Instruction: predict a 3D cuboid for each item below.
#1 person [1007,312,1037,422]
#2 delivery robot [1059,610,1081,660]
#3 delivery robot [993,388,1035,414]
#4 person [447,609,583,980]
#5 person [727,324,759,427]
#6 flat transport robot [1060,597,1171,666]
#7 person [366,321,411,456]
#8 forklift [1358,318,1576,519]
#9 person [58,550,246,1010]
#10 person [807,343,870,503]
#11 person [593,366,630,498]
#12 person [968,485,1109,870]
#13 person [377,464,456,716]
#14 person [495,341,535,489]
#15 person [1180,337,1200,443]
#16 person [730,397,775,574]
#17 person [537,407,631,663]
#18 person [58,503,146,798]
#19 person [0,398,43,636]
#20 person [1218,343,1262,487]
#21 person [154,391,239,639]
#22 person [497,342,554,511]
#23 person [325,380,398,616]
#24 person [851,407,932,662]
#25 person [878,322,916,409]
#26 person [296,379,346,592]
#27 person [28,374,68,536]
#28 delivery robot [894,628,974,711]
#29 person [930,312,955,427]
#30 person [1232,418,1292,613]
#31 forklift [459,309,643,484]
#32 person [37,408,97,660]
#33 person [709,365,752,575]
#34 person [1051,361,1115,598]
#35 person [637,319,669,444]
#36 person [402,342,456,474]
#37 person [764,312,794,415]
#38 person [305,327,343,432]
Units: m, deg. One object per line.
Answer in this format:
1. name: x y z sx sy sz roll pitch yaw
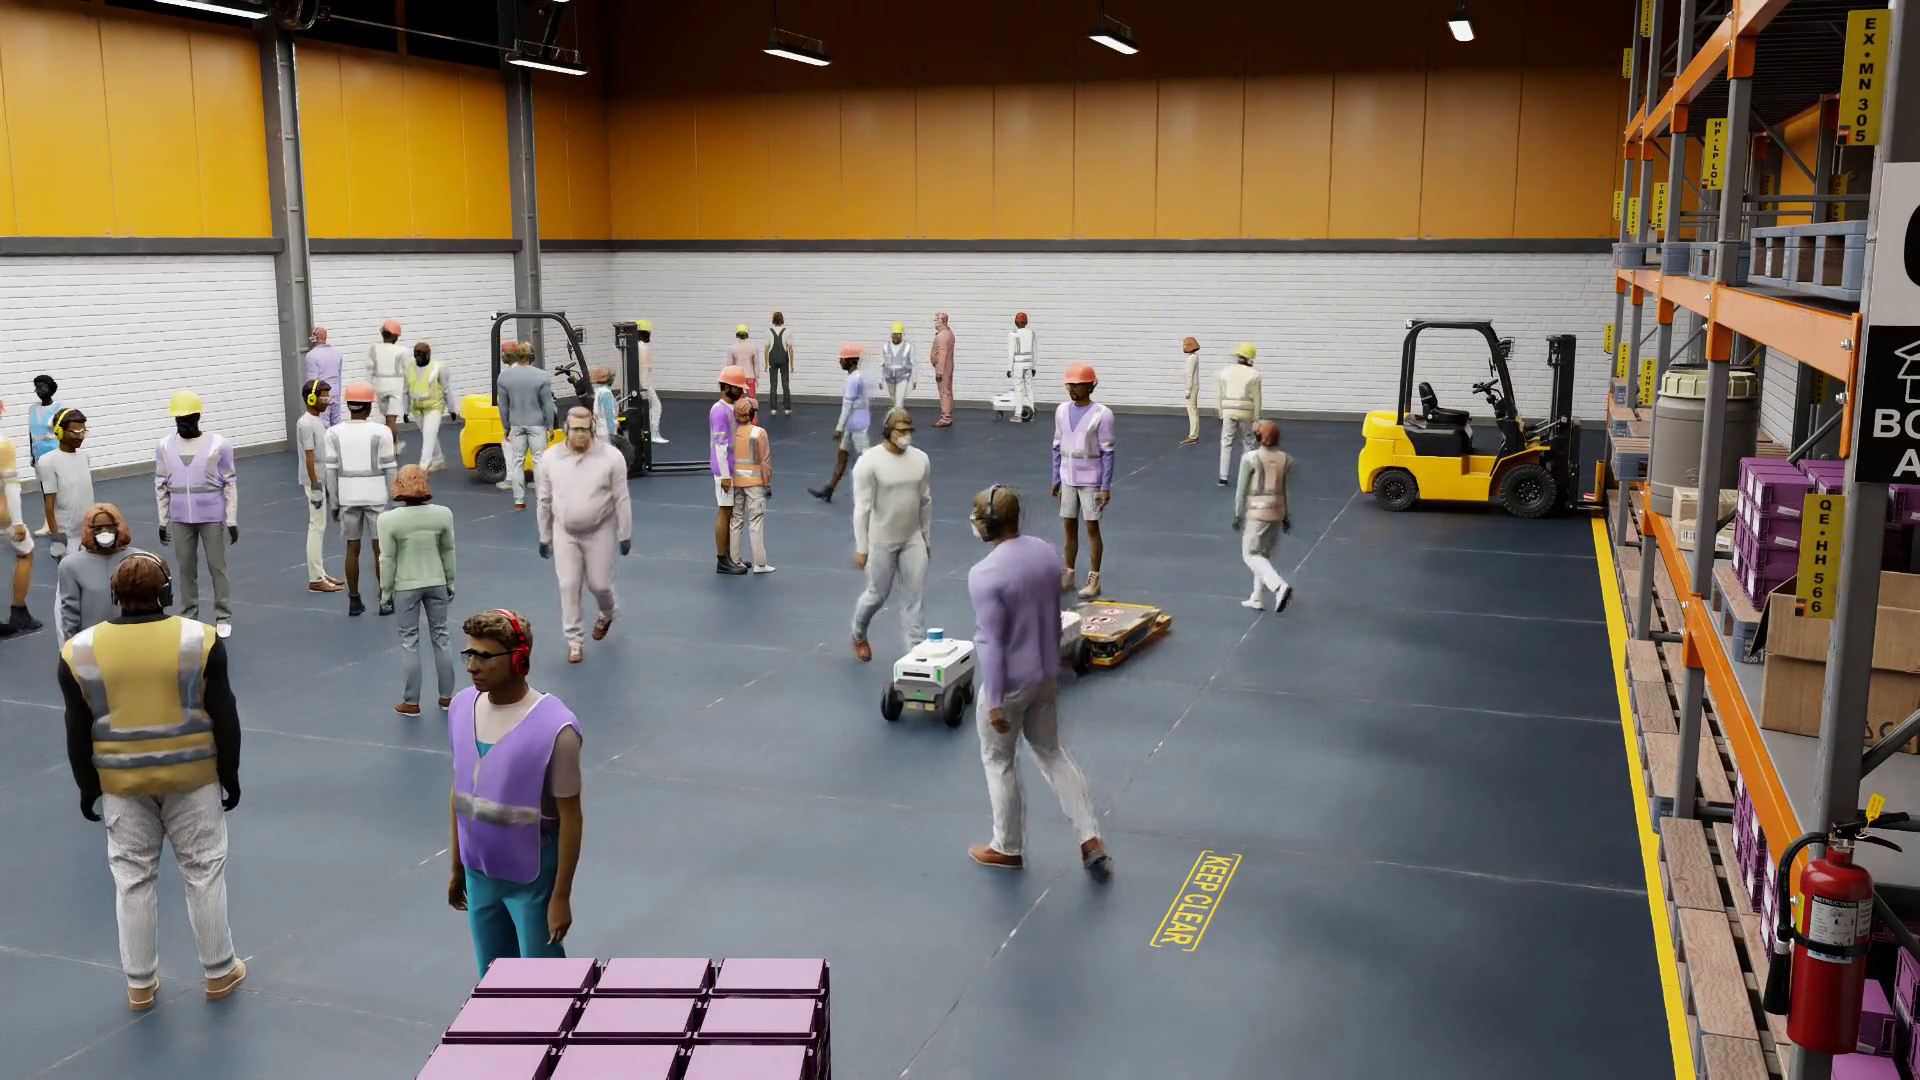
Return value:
1. person: 1.062 -2.959 28.525 0.577 1.882 0.349 -6 12 -30
2. delivery robot: 0.580 0.664 11.603 0.477 0.478 0.707 5 11 24
3. delivery robot: 0.926 -2.395 28.824 0.707 0.478 0.477 2 10 10
4. person: -1.495 1.128 5.613 0.567 1.846 0.389 6 12 30
5. person: -3.491 -2.589 26.771 0.526 1.768 0.331 -3 10 -14
6. flat transport robot: 1.069 0.678 12.586 0.652 0.197 1.431 5 11 24
7. person: -8.015 -2.092 23.432 0.610 1.970 1.127 0 10 0
8. forklift: 5.787 -1.437 19.079 2.313 2.155 1.214 3 11 19
9. person: -3.184 0.952 6.622 0.621 1.845 0.429 -3 11 -17
10. person: -1.308 -1.342 19.389 0.978 1.882 0.565 0 10 0
11. person: -4.252 -1.251 19.685 0.574 1.611 0.533 -4 11 -19
12. person: 0.366 0.692 7.933 0.699 1.909 0.650 9 13 40
13. person: -3.501 0.323 10.758 0.504 1.631 0.277 -8 13 -38
14. person: -5.480 -1.542 20.682 0.742 1.837 0.578 2 10 10
15. person: 3.544 -2.298 25.531 0.271 1.627 0.503 2 10 13
16. person: -1.962 -0.499 15.361 0.510 1.640 0.308 5 11 26
17. person: -2.766 -0.070 12.278 0.681 1.879 0.643 -1 10 -5
18. person: -4.673 0.597 9.200 0.501 1.633 0.285 -6 12 -31
19. person: -7.440 -0.202 12.894 0.581 1.917 0.608 2 10 9
20. person: 3.528 -1.570 20.982 0.603 1.796 0.624 6 12 29
21. person: -5.861 -0.183 12.780 0.617 1.924 0.384 -1 10 -4
22. person: -4.922 -1.283 18.936 0.631 1.940 0.372 0 10 2
23. person: -4.874 -0.340 13.626 0.551 1.934 0.372 -1 10 -4
24. person: -0.496 0.000 11.809 0.646 1.914 0.863 -8 13 -36
25. person: -1.018 -2.635 26.969 0.605 1.789 0.942 3 10 15
26. person: -5.624 -0.476 14.605 0.329 1.865 0.514 -3 10 -16
27. person: -9.446 -0.871 17.283 0.541 1.700 0.316 3 10 15
28. delivery robot: -0.161 0.815 10.747 0.477 0.478 0.707 3 11 18
29. person: -0.301 -2.847 27.829 0.400 1.910 0.643 2 10 13
30. person: 2.531 -0.182 13.623 0.513 1.616 0.608 -6 12 -32
31. forklift: -5.354 -1.902 21.697 2.313 2.155 1.214 -2 10 -13
32. person: -6.414 -0.023 12.081 0.329 1.855 0.516 1 10 6
33. person: -2.118 -0.651 15.403 0.368 1.929 0.542 0 10 2
34. person: 1.035 -0.517 14.322 0.606 2.045 0.389 9 13 40
35. person: -4.696 -2.381 25.198 0.669 1.906 0.626 -5 11 -26
36. person: -7.016 -1.720 21.901 0.631 1.776 1.080 3 10 15
37. person: -3.241 -3.158 29.758 0.517 1.843 0.326 -1 10 -4
38. person: -8.814 -1.990 23.004 0.401 1.910 0.641 4 11 19
